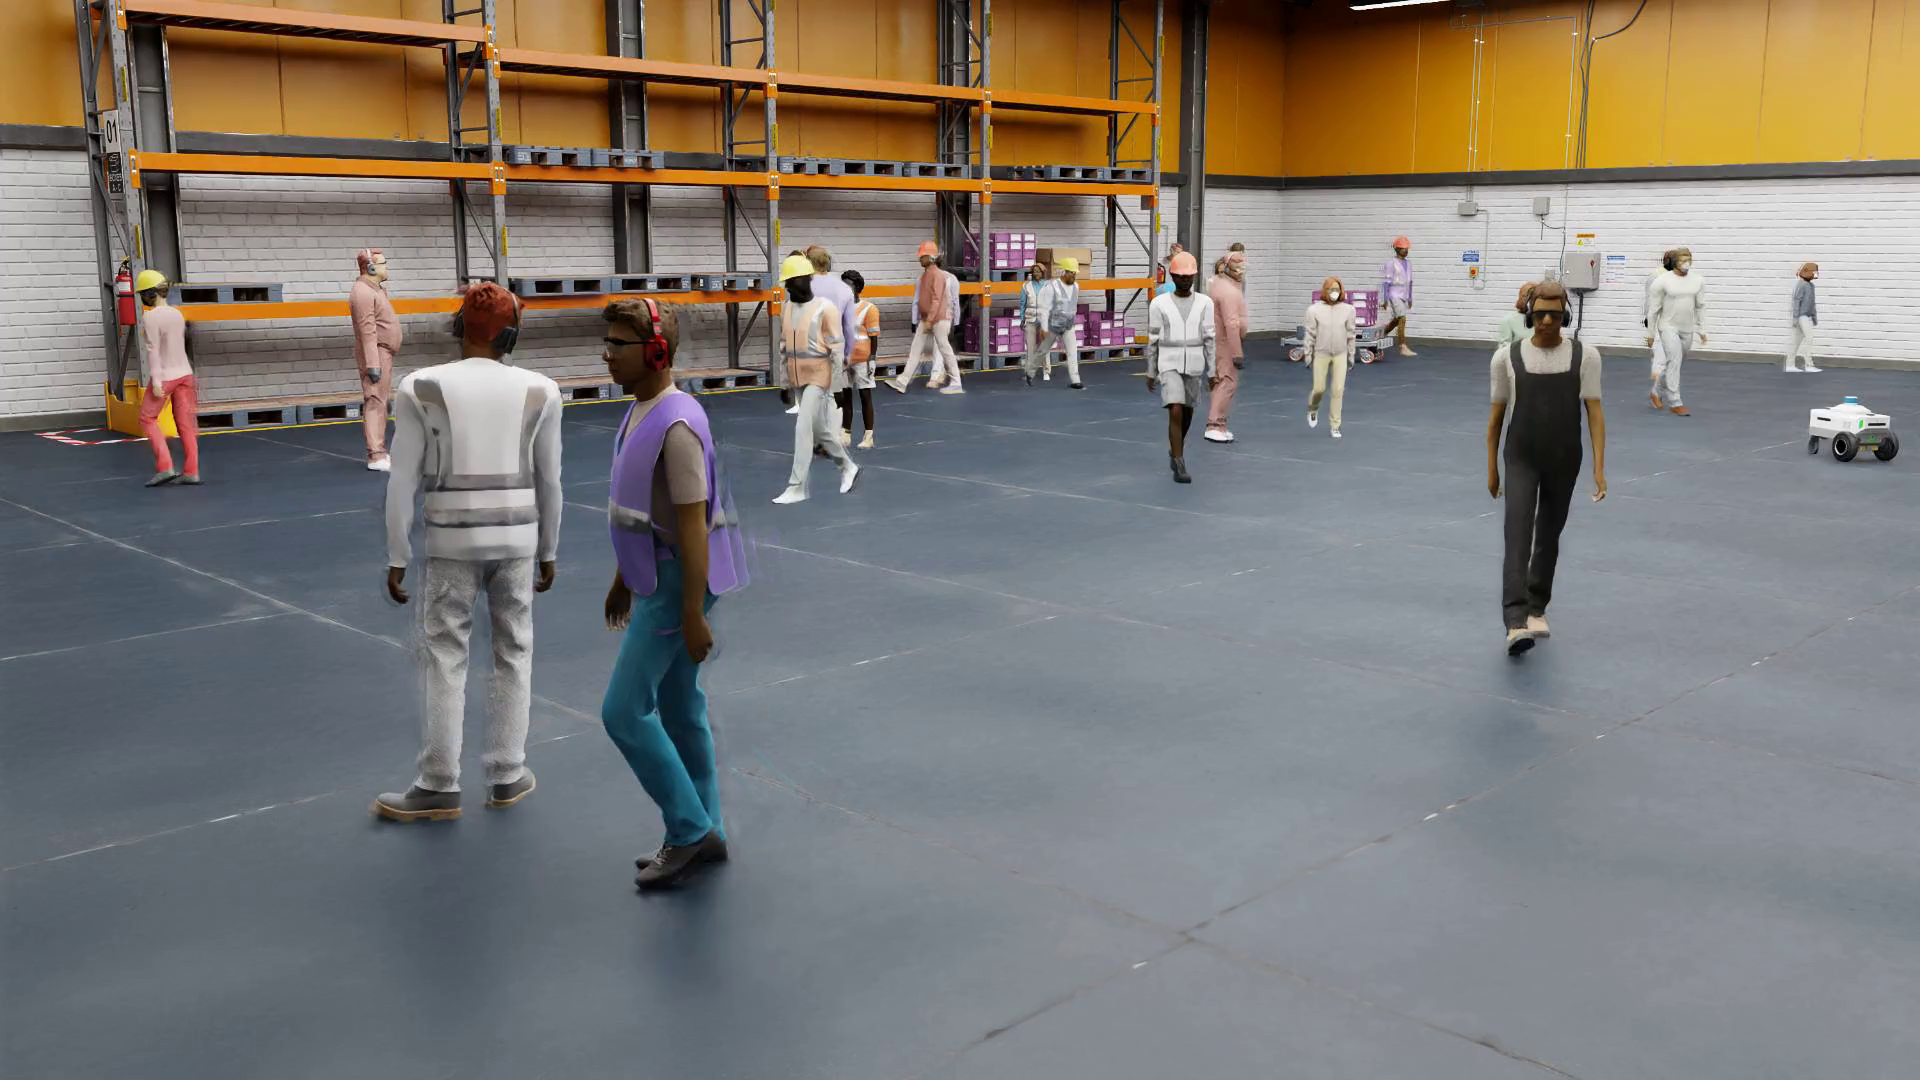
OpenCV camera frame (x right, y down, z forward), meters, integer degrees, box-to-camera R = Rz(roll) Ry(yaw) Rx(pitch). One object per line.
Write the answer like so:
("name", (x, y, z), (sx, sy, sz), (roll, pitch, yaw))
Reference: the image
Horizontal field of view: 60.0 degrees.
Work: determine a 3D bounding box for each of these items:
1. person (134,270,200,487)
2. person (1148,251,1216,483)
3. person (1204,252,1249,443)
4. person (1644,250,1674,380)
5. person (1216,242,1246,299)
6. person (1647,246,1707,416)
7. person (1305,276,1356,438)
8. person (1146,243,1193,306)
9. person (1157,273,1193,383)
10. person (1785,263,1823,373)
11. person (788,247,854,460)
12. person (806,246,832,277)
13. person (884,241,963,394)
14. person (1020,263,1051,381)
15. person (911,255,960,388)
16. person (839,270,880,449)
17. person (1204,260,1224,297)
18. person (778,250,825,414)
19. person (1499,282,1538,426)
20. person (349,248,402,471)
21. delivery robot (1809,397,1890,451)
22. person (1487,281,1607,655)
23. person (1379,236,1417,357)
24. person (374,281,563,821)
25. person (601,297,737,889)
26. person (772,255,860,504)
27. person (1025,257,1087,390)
("person", (-6.419, -1.298, 13.424), (0.521, 1.740, 0.545), (2, 11, 8))
("person", (1.846, -1.464, 13.943), (0.552, 1.901, 0.974), (-1, 10, -5))
("person", (2.629, -1.892, 16.363), (0.424, 1.865, 0.736), (0, 10, -3))
("person", (9.864, -3.098, 23.068), (0.637, 1.817, 0.709), (-5, 11, -24))
("person", (4.716, -4.278, 29.254), (0.528, 1.902, 0.673), (-9, 14, -41))
("person", (8.126, -2.391, 18.979), (0.627, 1.906, 0.964), (-2, 11, -11))
("person", (3.734, -1.856, 16.832), (0.506, 1.620, 0.519), (0, 10, 1))
("person", (3.659, -4.225, 29.045), (0.804, 1.889, 0.501), (2, 11, 13))
("person", (2.943, -2.989, 22.917), (0.537, 1.648, 0.869), (4, 11, 22))
("person", (12.498, -3.249, 24.405), (0.669, 1.608, 0.523), (10, 14, 43))
("person", (-1.259, -1.676, 15.030), (0.697, 1.914, 0.462), (-6, 12, -29))
("person", (-1.875, -2.862, 21.581), (0.576, 1.883, 0.354), (5, 12, 26))
("person", (-0.428, -2.808, 21.125), (1.054, 1.933, 0.626), (-5, 11, -24))
("person", (1.090, -3.042, 23.226), (0.522, 1.639, 0.305), (3, 11, 14))
("person", (-0.313, -2.961, 22.387), (0.642, 1.798, 0.972), (3, 11, 18))
("person", (-1.010, -1.707, 15.790), (0.540, 1.696, 0.316), (6, 12, 30))
("person", (4.183, -3.723, 26.970), (0.514, 1.618, 0.596), (0, 10, 1))
("person", (-1.815, -2.362, 18.933), (0.526, 1.855, 0.427), (9, 14, 40))
("person", (4.975, -1.442, 14.570), (0.517, 1.603, 0.686), (1, 10, 4))
("person", (-5.021, -1.554, 14.369), (0.409, 1.913, 0.648), (-3, 11, -13))
("delivery robot", (8.085, -1.060, 15.124), (0.477, 0.478, 0.707), (-2, 11, -11))
("person", (2.845, -0.344, 8.091), (0.537, 1.793, 0.967), (2, 11, 11))
("person", (7.344, -4.110, 28.052), (0.616, 2.015, 0.950), (-8, 13, -36))
("person", (-1.739, 0.043, 5.819), (0.738, 1.863, 0.379), (-5, 12, -25))
("person", (-0.942, 0.167, 5.186), (0.483, 1.832, 0.560), (-3, 11, -18))
("person", (-1.113, -1.249, 12.818), (0.598, 1.882, 0.950), (10, 14, 43))
("person", (1.248, -2.868, 22.003), (0.608, 1.761, 1.031), (-8, 13, -37))
